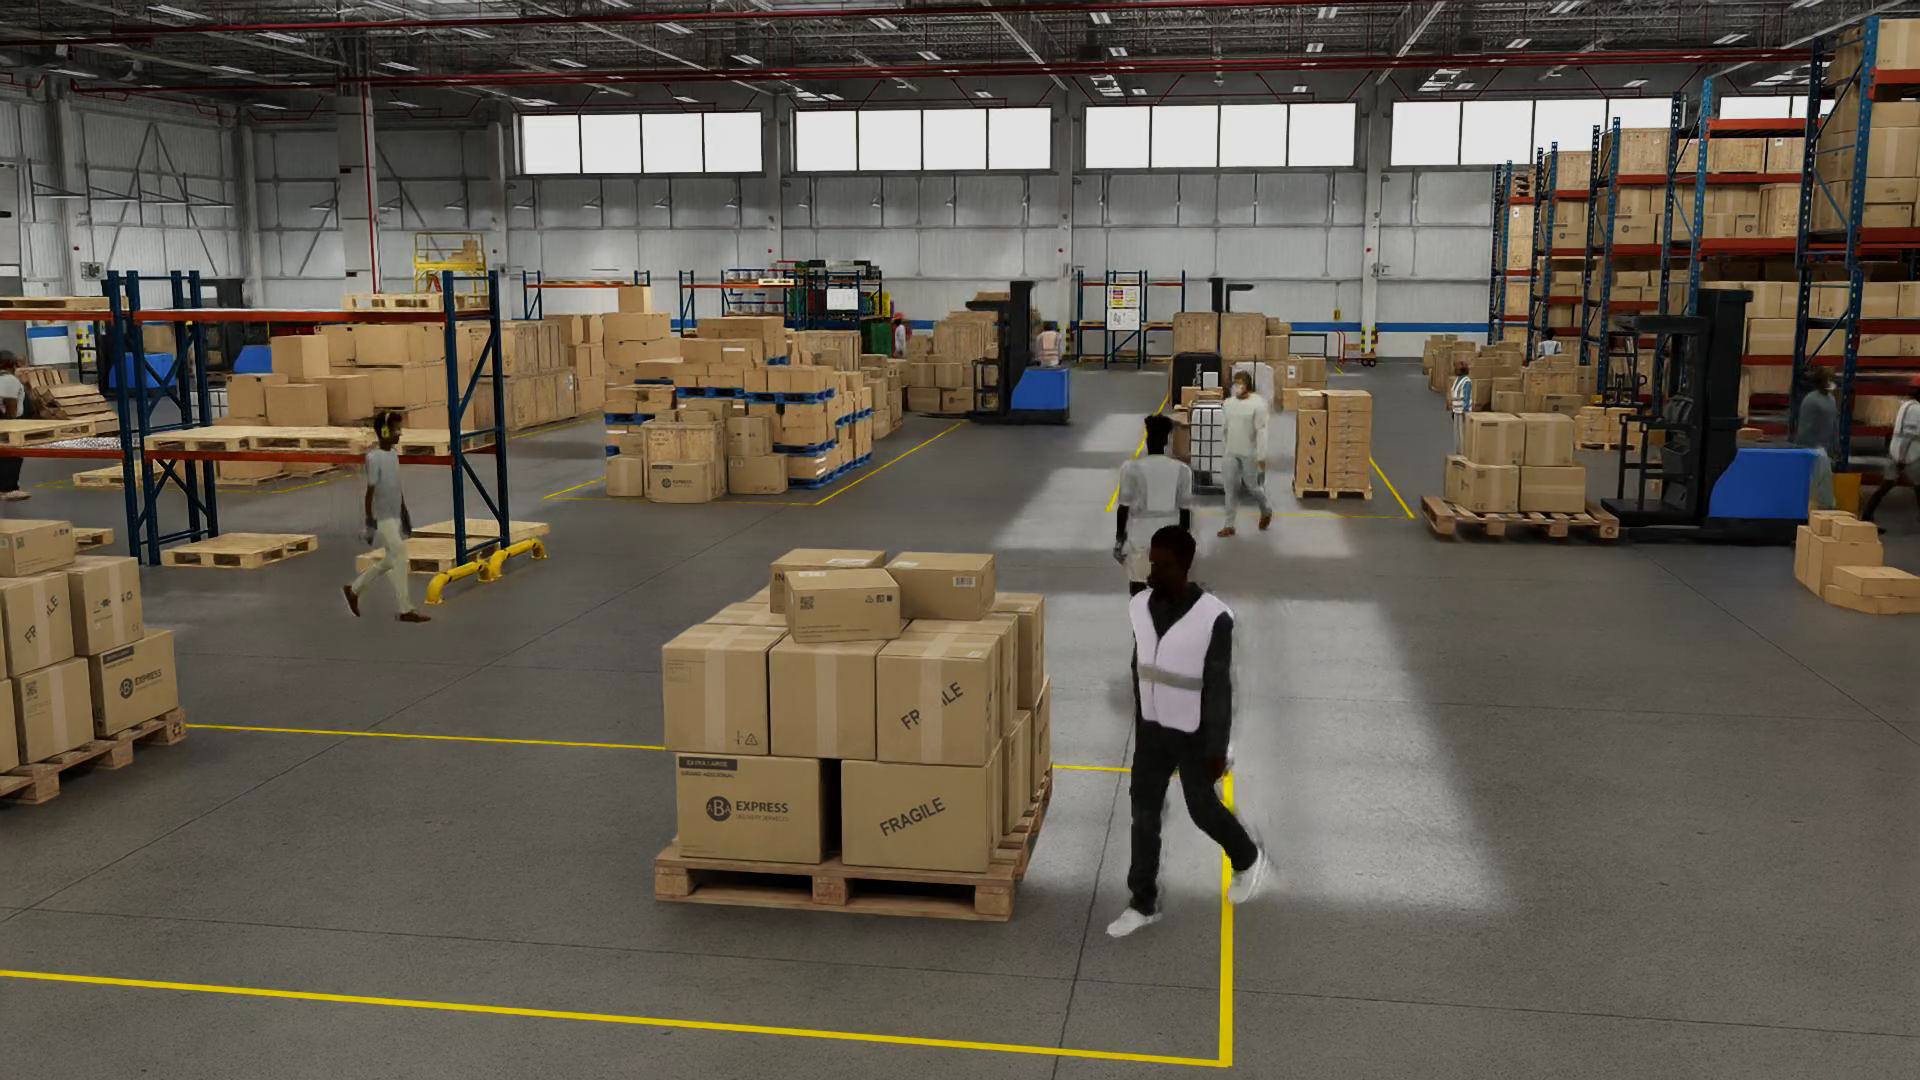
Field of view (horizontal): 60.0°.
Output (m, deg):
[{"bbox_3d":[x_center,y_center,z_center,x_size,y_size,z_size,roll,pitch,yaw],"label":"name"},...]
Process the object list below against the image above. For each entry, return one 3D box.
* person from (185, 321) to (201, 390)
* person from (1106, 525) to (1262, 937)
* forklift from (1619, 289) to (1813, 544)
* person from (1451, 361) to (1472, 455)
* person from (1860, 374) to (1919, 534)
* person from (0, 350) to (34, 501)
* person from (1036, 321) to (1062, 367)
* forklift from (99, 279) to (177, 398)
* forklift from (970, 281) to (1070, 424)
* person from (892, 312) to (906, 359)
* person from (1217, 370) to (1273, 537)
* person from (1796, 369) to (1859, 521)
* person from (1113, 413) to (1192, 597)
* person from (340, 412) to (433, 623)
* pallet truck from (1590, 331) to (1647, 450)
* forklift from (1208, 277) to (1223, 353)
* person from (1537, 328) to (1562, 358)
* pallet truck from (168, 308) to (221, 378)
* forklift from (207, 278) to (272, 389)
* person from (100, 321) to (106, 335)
[{"bbox_3d":[-18.267,-4.364,39.765,0.591,1.923,0.381,9,13,44],"label":"person"},{"bbox_3d":[1.065,0.851,7.723,0.873,1.895,0.608,-8,12,-42],"label":"person"},{"bbox_3d":[8.482,-1.421,18.680,1.873,2.768,1.129,1,9,9],"label":"forklift"},{"bbox_3d":[7.828,-1.982,25.985,0.321,1.631,0.524,-1,9,-5],"label":"person"},{"bbox_3d":[10.863,-0.973,19.011,1.050,1.867,0.553,3,10,17],"label":"person"},{"bbox_3d":[-12.605,-1.556,22.092,0.778,2.000,0.569,8,12,39],"label":"person"},{"bbox_3d":[2.141,-4.382,40.173,0.649,1.827,0.555,1,9,5],"label":"person"},{"bbox_3d":[-19.606,-4.720,39.027,1.873,2.768,1.129,1,9,9],"label":"forklift"},{"bbox_3d":[1.214,-3.752,33.057,1.873,2.768,1.129,2,9,10],"label":"forklift"},{"bbox_3d":[-1.550,-5.273,45.477,0.887,1.905,0.550,-3,10,-17],"label":"person"},{"bbox_3d":[3.286,-1.002,19.088,0.637,1.913,0.847,9,13,42],"label":"person"},{"bbox_3d":[10.126,-1.070,19.584,0.641,1.892,1.024,-8,12,-42],"label":"person"},{"bbox_3d":[1.528,-0.022,12.949,0.611,1.935,0.762,-3,10,-18],"label":"person"},{"bbox_3d":[-4.997,-0.195,14.361,0.787,1.837,0.550,0,9,1],"label":"person"},{"bbox_3d":[11.253,-2.573,28.499,0.823,1.965,1.885,5,10,27],"label":"pallet truck"},{"bbox_3d":[7.451,-6.244,48.422,1.873,2.768,1.129,1,9,9],"label":"forklift"},{"bbox_3d":[13.666,-4.060,38.592,0.533,1.697,0.319,3,10,16],"label":"person"},{"bbox_3d":[-21.869,-5.598,47.154,0.823,1.965,1.885,4,10,26],"label":"pallet truck"},{"bbox_3d":[-18.554,-5.321,42.731,1.873,2.768,1.129,-3,10,-17],"label":"forklift"},{"bbox_3d":[-20.756,-4.489,40.568,0.425,1.921,0.629,1,9,8],"label":"person"}]
